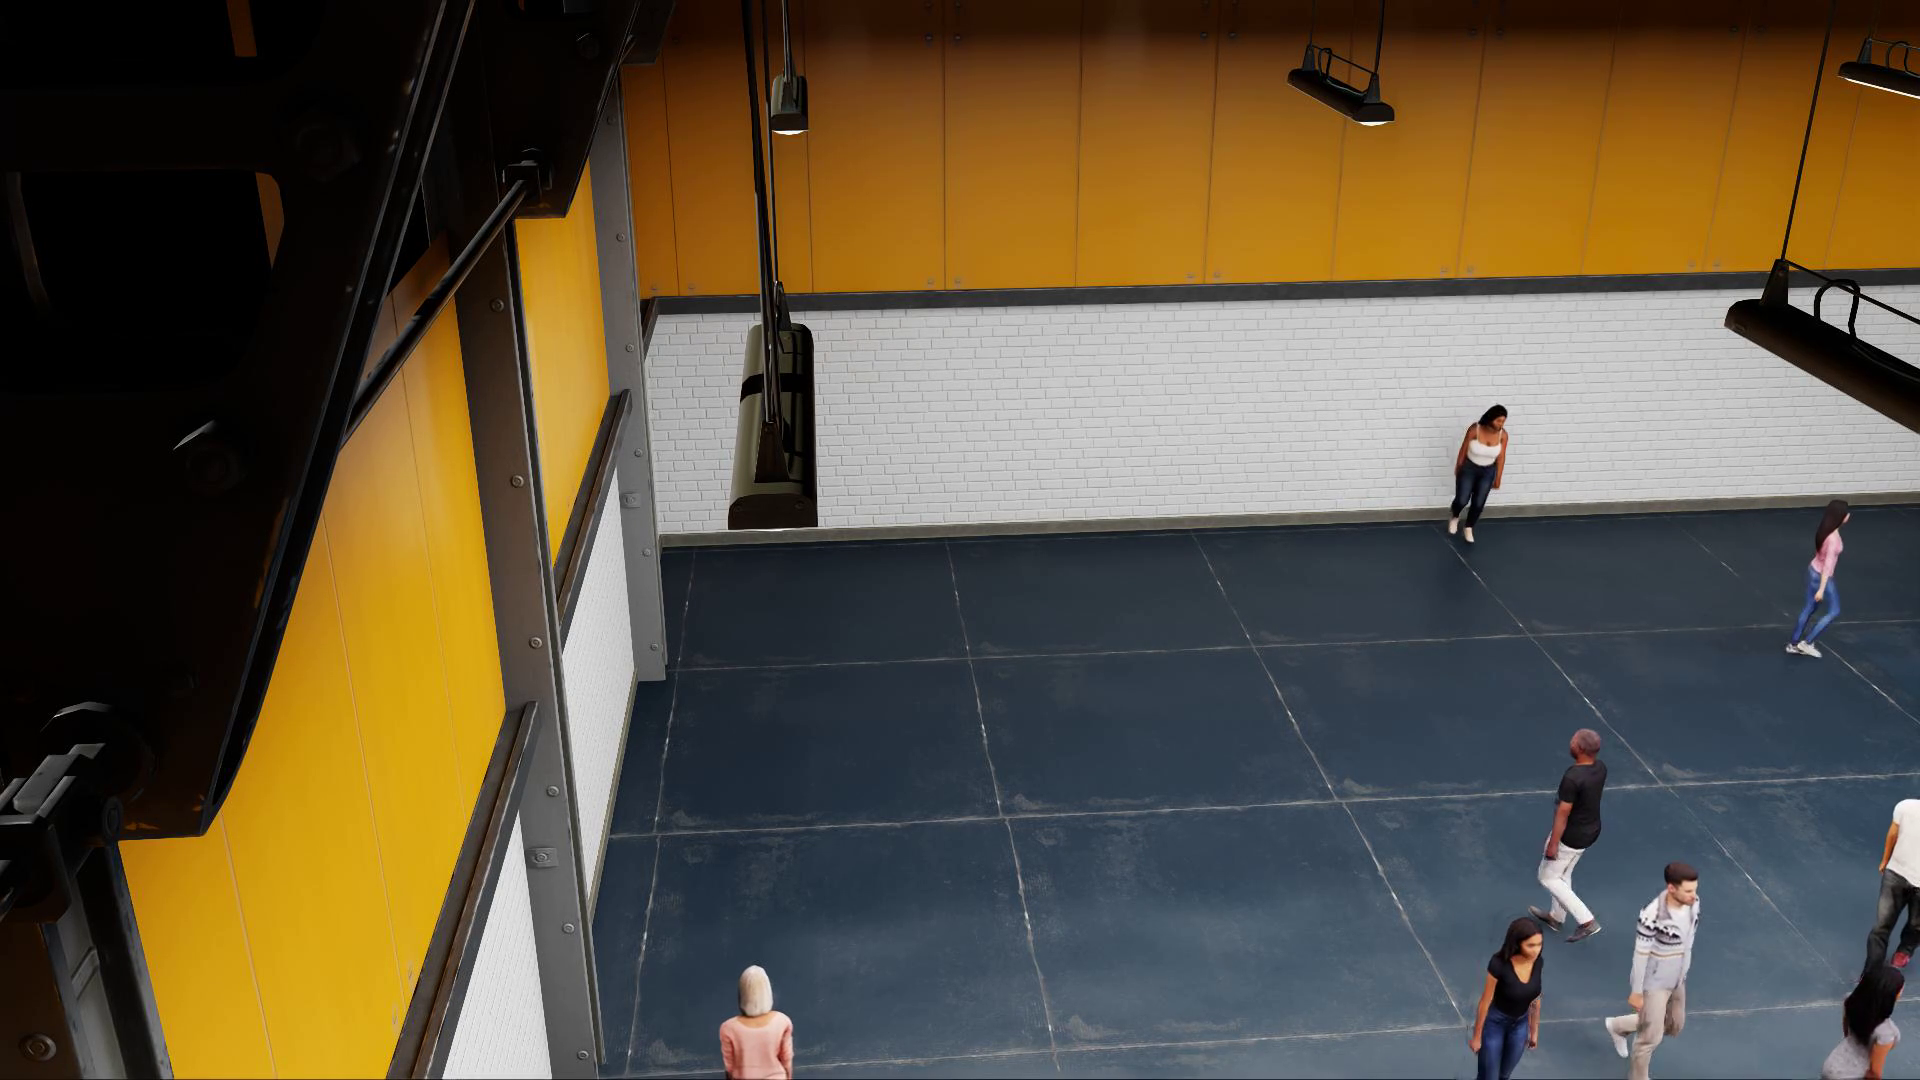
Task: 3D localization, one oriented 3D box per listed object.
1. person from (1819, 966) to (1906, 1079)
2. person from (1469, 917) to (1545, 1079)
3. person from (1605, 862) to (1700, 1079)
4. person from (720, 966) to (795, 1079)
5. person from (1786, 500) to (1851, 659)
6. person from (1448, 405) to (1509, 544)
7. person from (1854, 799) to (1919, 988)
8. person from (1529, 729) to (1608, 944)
[{"bbox_3d":[5.357,3.361,10.187,0.746,1.742,1.041,-6,24,-13],"label":"person"},{"bbox_3d":[3.465,3.121,10.747,0.658,1.734,0.655,-8,25,-17],"label":"person"},{"bbox_3d":[4.628,2.896,11.143,0.911,1.830,1.018,-14,27,-28],"label":"person"},{"bbox_3d":[-1.228,3.363,10.205,0.620,1.724,0.562,-6,24,-13],"label":"person"},{"bbox_3d":[8.714,0.388,17.003,0.727,1.731,0.651,4,24,10],"label":"person"},{"bbox_3d":[6.104,-0.807,19.688,0.776,1.769,0.881,7,24,15],"label":"person"},{"bbox_3d":[7.058,2.459,12.226,1.138,1.762,1.165,21,31,39],"label":"person"},{"bbox_3d":[4.707,2.285,12.591,0.937,1.789,1.028,-19,30,-36],"label":"person"}]
